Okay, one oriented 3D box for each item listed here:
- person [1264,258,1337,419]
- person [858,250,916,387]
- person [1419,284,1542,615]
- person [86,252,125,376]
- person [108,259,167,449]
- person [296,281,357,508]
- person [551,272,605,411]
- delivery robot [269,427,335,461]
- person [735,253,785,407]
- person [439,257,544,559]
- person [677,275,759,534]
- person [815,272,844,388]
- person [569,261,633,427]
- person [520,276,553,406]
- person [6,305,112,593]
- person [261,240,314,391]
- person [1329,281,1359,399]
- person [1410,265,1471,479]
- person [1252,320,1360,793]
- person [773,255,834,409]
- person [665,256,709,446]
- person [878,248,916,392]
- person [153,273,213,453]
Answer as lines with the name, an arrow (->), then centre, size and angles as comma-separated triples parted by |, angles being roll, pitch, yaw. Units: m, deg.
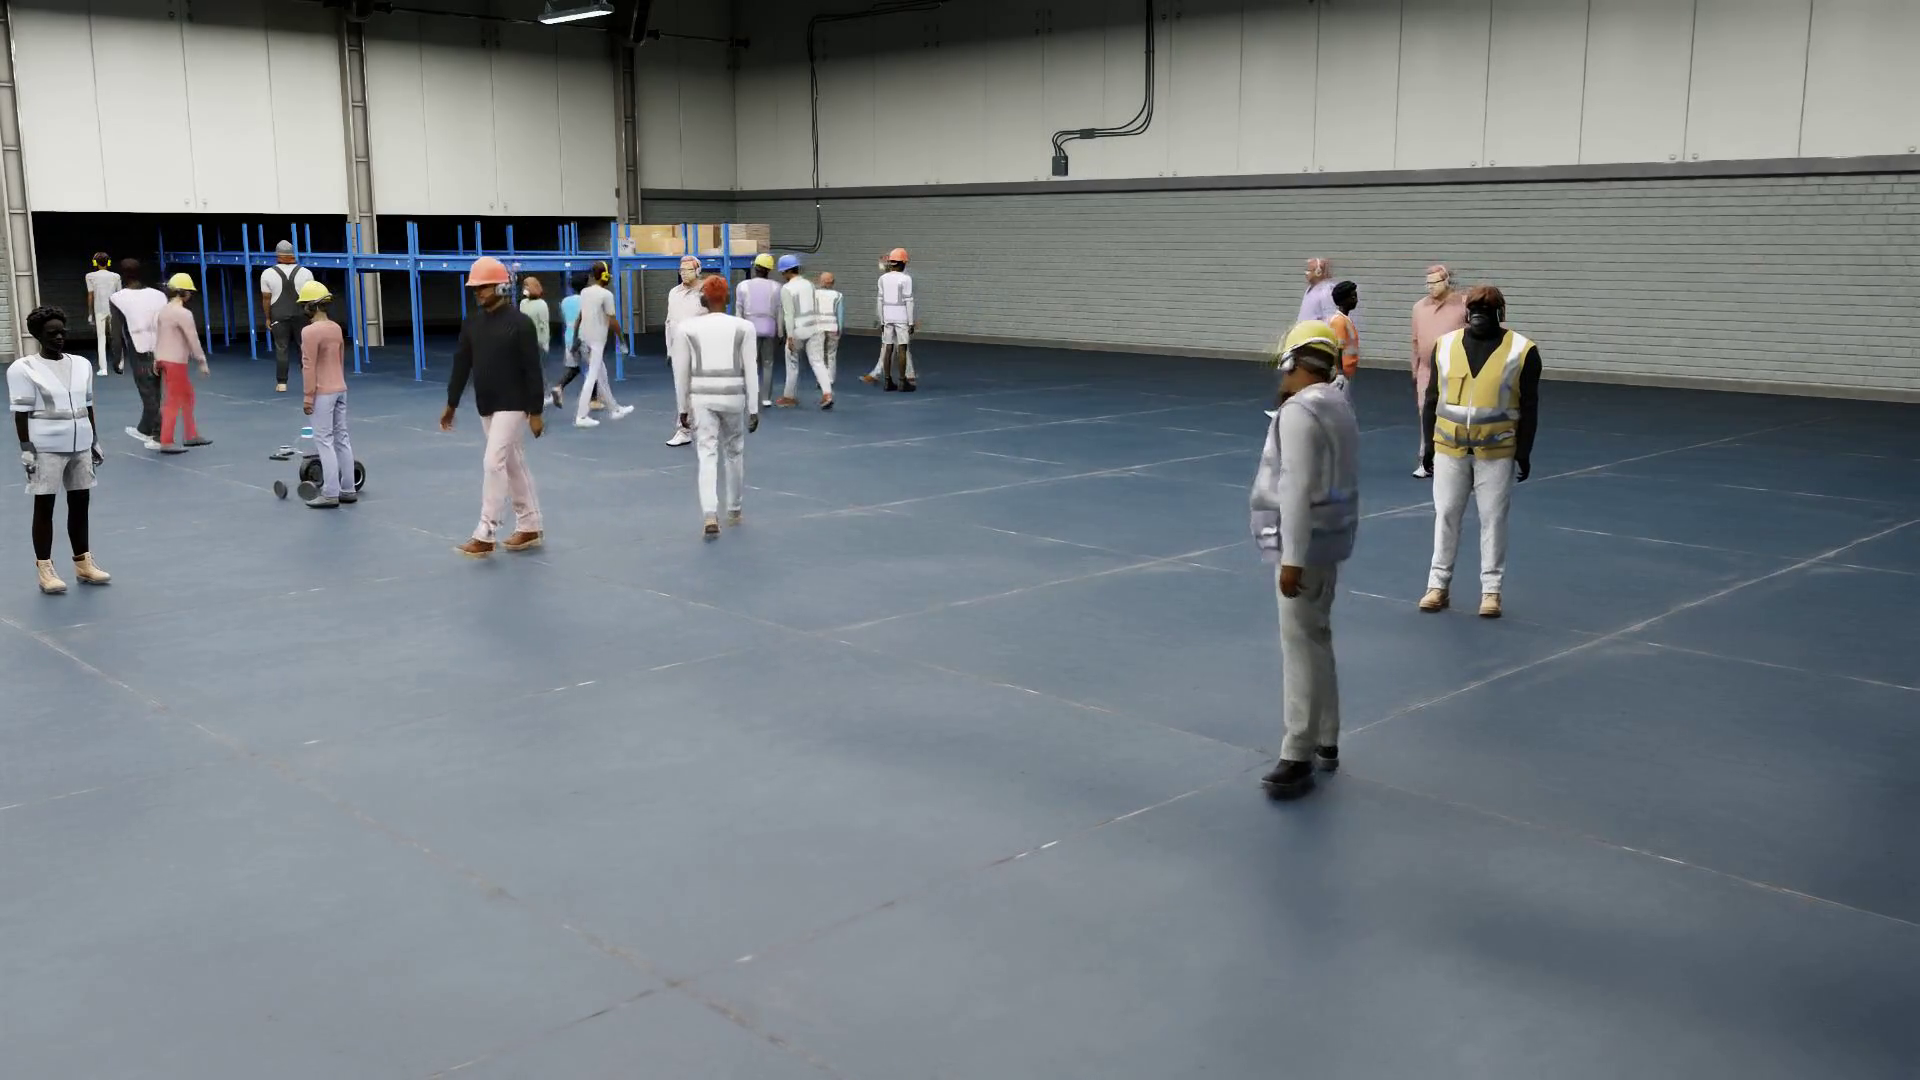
person -> 3.974, -2.229, 18.708 | 1.021, 1.853, 0.657 | 0, 10, 0
person -> -1.042, -3.084, 23.239 | 0.963, 1.890, 0.658 | -4, 11, -23
person -> 2.890, -0.504, 9.318 | 0.619, 1.845, 0.430 | 6, 12, 29
person -> -12.964, -3.433, 25.246 | 0.515, 1.865, 0.312 | -8, 13, -38
person -> -8.292, -1.873, 16.749 | 0.914, 1.876, 0.599 | 6, 12, 28
person -> -4.994, -1.142, 13.036 | 0.335, 1.757, 0.517 | 1, 10, 6
person -> -4.602, -2.371, 19.951 | 0.535, 1.674, 0.634 | 6, 12, 29
delivery robot -> -5.342, -0.809, 13.647 | 0.335, 0.223, 0.698 | 5, 11, 23
person -> -2.454, -2.570, 20.447 | 0.620, 1.897, 0.577 | -1, 10, -5
person -> -3.129, -0.862, 10.944 | 0.617, 1.953, 0.917 | 8, 13, 36
person -> -1.735, -0.977, 11.934 | 0.579, 1.844, 0.979 | -1, 10, -6
person -> -1.884, -2.948, 23.299 | 0.513, 1.604, 0.796 | -1, 10, -5
person -> -4.016, -2.208, 18.676 | 0.580, 1.814, 0.951 | 9, 14, 40
person -> -5.266, -2.442, 20.551 | 0.503, 1.632, 0.574 | 10, 14, 43
person -> -5.393, -0.550, 9.966 | 0.316, 1.696, 0.540 | 5, 12, 25
person -> -9.173, -3.049, 22.772 | 0.688, 2.000, 0.539 | -5, 11, -24
person -> 3.490, -1.524, 15.271 | 0.322, 1.697, 0.532 | 3, 11, 18
person -> 4.331, -1.515, 14.825 | 0.653, 1.863, 0.930 | 8, 13, 38
person -> 1.322, 0.053, 6.465 | 0.407, 1.784, 0.706 | 5, 12, 27
person -> -1.902, -2.533, 20.314 | 0.969, 1.880, 0.676 | 8, 13, 36
person -> -2.689, -1.887, 16.685 | 0.642, 1.909, 0.410 | 5, 11, 23
person -> -0.845, -3.005, 22.698 | 0.551, 1.935, 0.371 | 7, 12, 33
person -> -7.618, -1.737, 16.328 | 0.587, 1.731, 0.745 | 8, 13, 38
